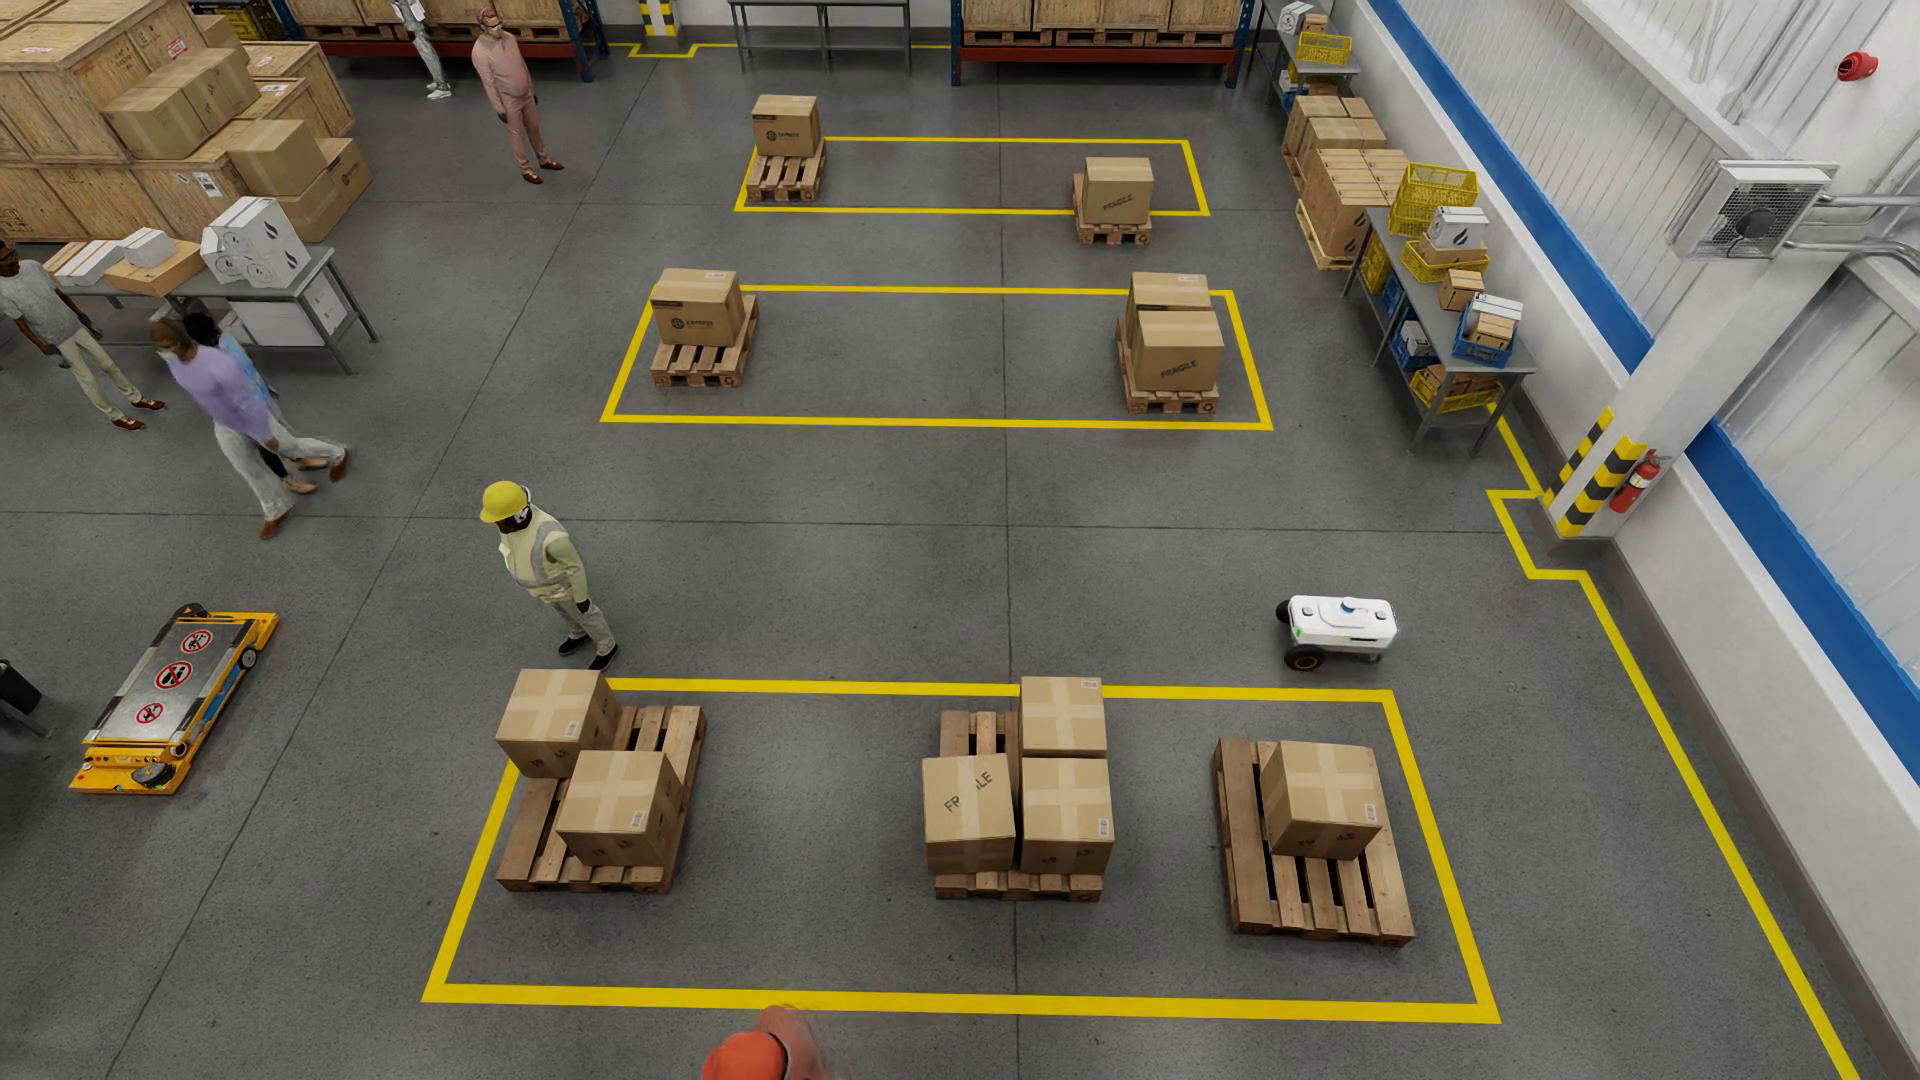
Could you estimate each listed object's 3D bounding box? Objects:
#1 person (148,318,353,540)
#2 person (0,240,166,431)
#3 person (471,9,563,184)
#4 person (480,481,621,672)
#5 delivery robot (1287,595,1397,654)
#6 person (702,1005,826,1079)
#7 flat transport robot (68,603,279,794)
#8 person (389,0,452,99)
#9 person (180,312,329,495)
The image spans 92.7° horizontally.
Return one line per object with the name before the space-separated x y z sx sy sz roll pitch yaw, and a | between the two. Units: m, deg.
person | -5.511 -0.965 7.107 0.632 1.909 0.972 11 51 9
person | -7.591 -1.735 7.785 0.316 1.861 0.515 6 50 5
person | -5.152 -5.118 10.622 0.401 1.900 0.639 19 52 15
person | -2.723 0.261 6.112 0.601 1.830 0.403 27 55 21
delivery robot | 2.738 0.591 6.605 0.707 0.478 0.477 3 50 3
person | -0.749 2.523 4.097 0.469 1.982 0.639 -9 50 -8
flat transport robot | -5.504 1.072 6.442 0.652 0.197 1.431 1 50 1
person | -7.248 -6.881 12.101 0.379 1.916 0.597 -16 52 -13
person | -5.678 -1.093 7.347 0.322 1.693 0.535 -2 50 -2
